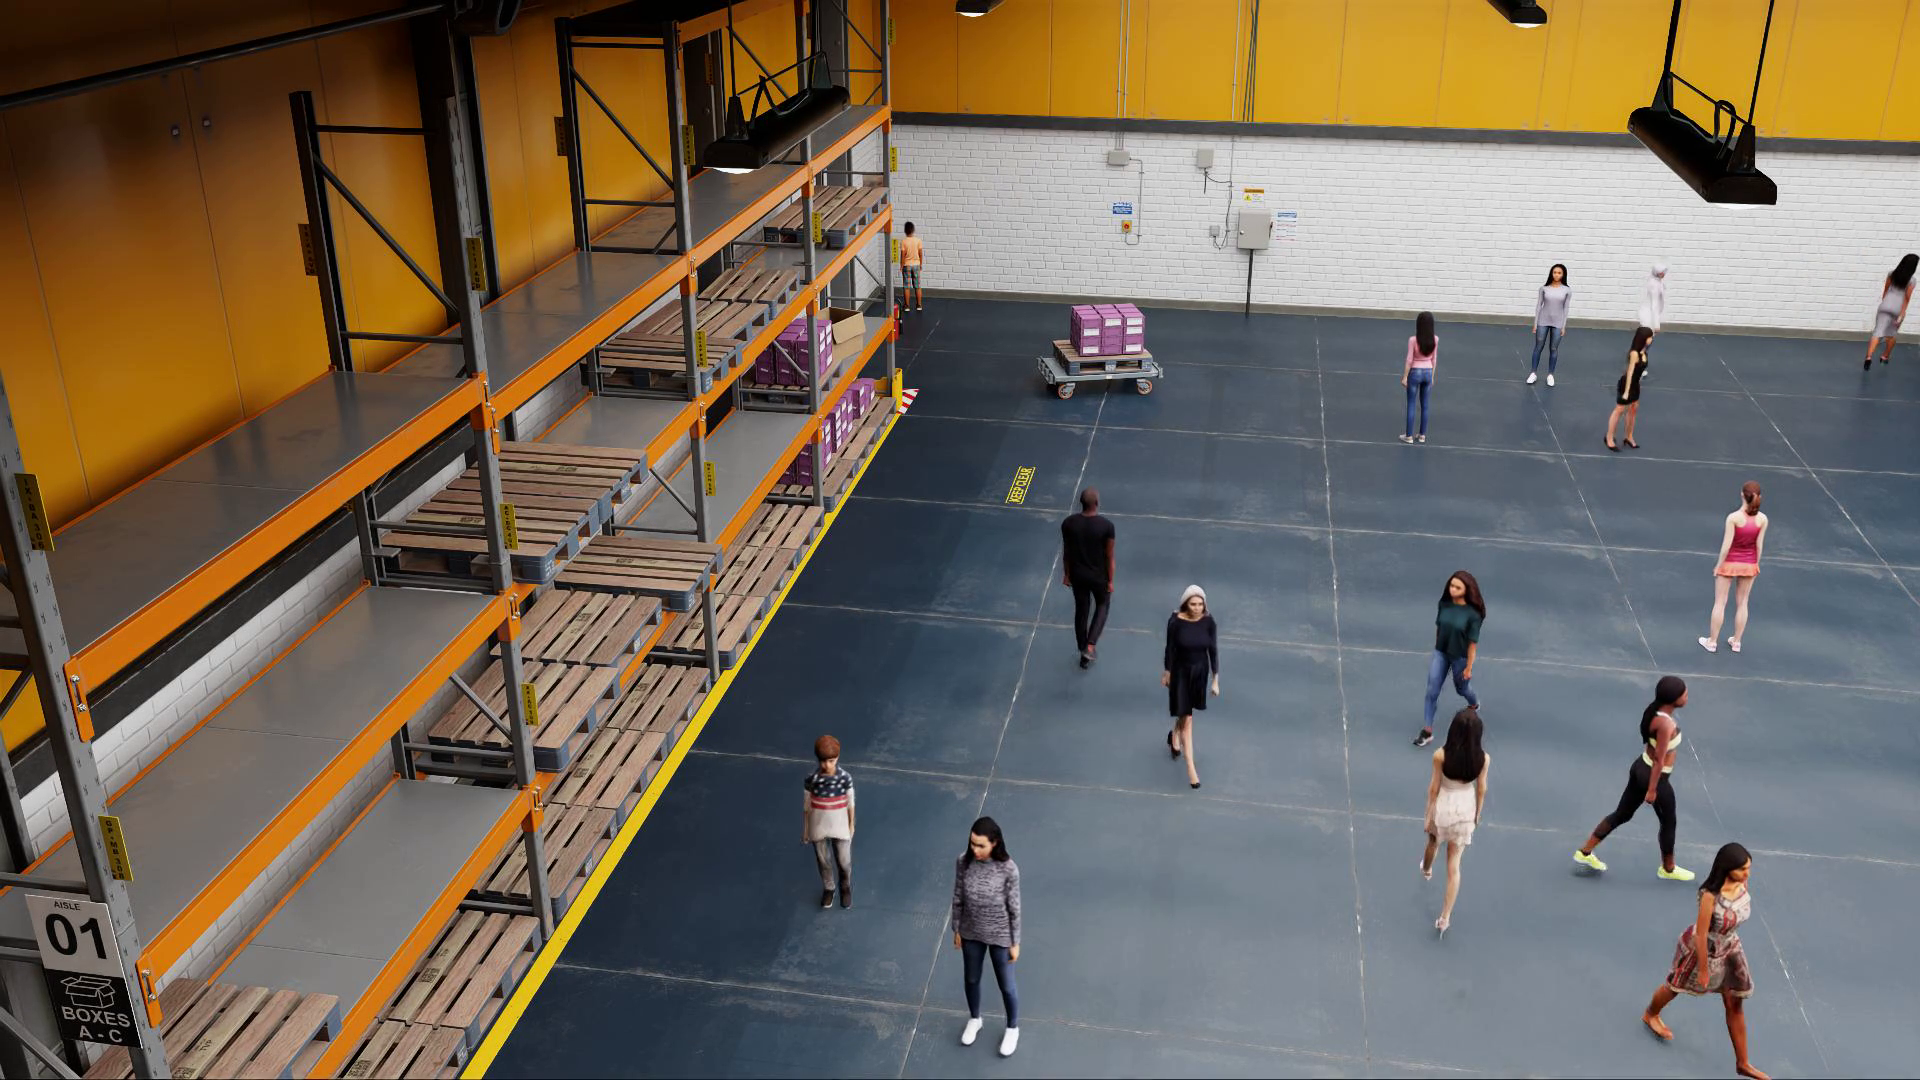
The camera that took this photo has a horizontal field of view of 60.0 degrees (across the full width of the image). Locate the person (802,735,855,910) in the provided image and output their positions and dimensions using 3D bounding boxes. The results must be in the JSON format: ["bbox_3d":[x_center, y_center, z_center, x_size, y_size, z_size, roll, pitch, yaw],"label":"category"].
[{"bbox_3d":[-0.961,2.050,12.296,0.546,1.429,0.537,2,24,4],"label":"person"}]

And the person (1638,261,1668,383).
[{"bbox_3d":[9.862,-3.165,23.824,0.814,1.752,0.575,0,24,1],"label":"person"}]

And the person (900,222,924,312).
[{"bbox_3d":[-0.793,-4.477,27.189,0.589,1.461,0.602,-6,24,-13],"label":"person"}]

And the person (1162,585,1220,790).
[{"bbox_3d":[1.905,1.150,14.012,0.849,1.704,1.229,-3,24,-8],"label":"person"}]

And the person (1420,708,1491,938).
[{"bbox_3d":[3.549,2.065,11.939,0.601,1.688,1.055,3,24,6],"label":"person"}]

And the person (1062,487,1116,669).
[{"bbox_3d":[1.187,0.393,15.608,0.720,1.813,0.714,8,25,18],"label":"person"}]

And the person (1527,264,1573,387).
[{"bbox_3d":[8.388,-3.071,23.630,0.640,1.736,0.582,8,25,18],"label":"person"}]

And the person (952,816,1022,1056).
[{"bbox_3d":[0.189,2.539,10.807,0.659,1.727,0.590,9,25,19],"label":"person"}]

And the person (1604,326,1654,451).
[{"bbox_3d":[8.476,-1.944,21.177,0.787,1.636,0.725,21,31,40],"label":"person"}]

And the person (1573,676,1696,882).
[{"bbox_3d":[5.084,1.809,12.499,0.692,1.709,1.074,2,24,5],"label":"person"}]

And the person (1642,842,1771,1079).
[{"bbox_3d":[4.769,2.633,10.753,1.066,1.597,1.203,-12,26,-25],"label":"person"}]

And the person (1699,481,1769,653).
[{"bbox_3d":[7.480,0.251,16.008,0.595,1.754,0.598,1,24,1],"label":"person"}]

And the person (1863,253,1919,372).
[{"bbox_3d":[13.405,-3.236,24.018,1.026,1.726,1.210,20,30,37],"label":"person"}]

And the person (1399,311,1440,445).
[{"bbox_3d":[5.922,-2.106,21.414,0.635,1.742,0.610,-3,24,-8],"label":"person"}]

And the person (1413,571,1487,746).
[{"bbox_3d":[4.358,1.003,14.503,1.149,1.581,1.012,-20,31,-38],"label":"person"}]
